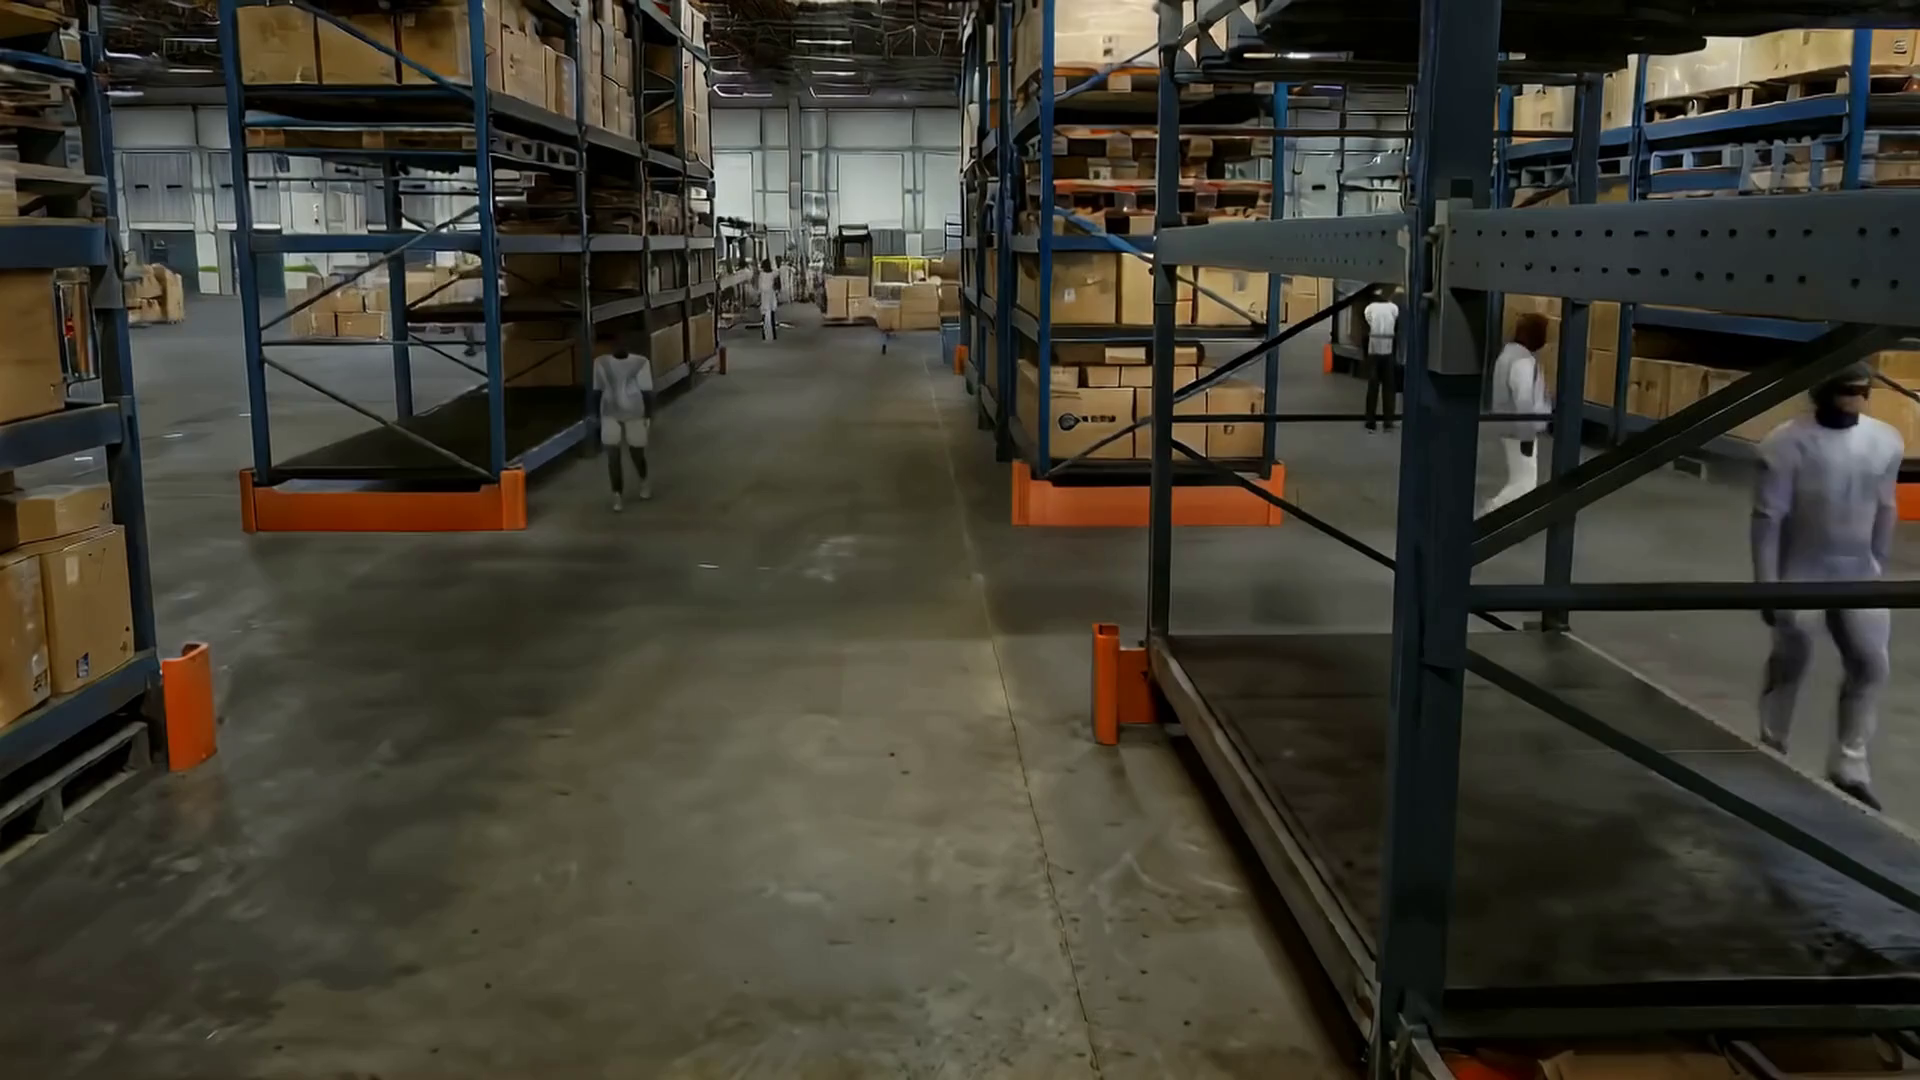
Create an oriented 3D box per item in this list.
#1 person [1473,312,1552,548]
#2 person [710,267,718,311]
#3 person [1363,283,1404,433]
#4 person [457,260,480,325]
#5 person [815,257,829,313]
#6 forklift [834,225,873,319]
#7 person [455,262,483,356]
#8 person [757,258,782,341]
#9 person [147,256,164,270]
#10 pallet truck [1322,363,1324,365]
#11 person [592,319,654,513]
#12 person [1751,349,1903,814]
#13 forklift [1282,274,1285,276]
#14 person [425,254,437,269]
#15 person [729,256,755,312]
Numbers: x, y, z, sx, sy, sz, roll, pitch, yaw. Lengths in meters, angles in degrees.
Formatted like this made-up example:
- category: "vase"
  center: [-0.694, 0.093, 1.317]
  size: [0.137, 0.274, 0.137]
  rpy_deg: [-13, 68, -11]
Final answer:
- category: "person"
  center: [4.257, -0.824, 12.669]
  size: [0.551, 1.829, 0.645]
  rpy_deg: [2, 10, 13]
- category: "person"
  center: [-8.392, -8.667, 56.361]
  size: [0.512, 1.827, 0.641]
  rpy_deg: [-7, 12, -34]
- category: "person"
  center: [5.216, -2.266, 20.424]
  size: [0.378, 1.917, 0.598]
  rpy_deg: [-9, 13, -40]
- category: "person"
  center: [-13.825, -6.941, 46.703]
  size: [0.824, 1.834, 0.528]
  rpy_deg: [-7, 12, -34]
- category: "person"
  center: [-4.133, -7.497, 49.660]
  size: [0.403, 1.896, 0.765]
  rpy_deg: [0, 10, 1]
- category: "forklift"
  center: [-3.124, -7.815, 48.658]
  size: [1.129, 2.768, 1.873]
  rpy_deg: [0, 10, -2]
- category: "person"
  center: [-10.126, -4.731, 34.116]
  size: [0.404, 1.927, 0.562]
  rpy_deg: [6, 12, 28]
- category: "person"
  center: [-4.525, -5.708, 39.463]
  size: [0.608, 1.966, 0.371]
  rpy_deg: [2, 10, 10]
- category: "person"
  center: [-25.617, -8.127, 53.155]
  size: [0.971, 1.904, 0.643]
  rpy_deg: [5, 11, 24]
- category: "pallet truck"
  center: [7.712, -4.157, 30.737]
  size: [1.885, 1.965, 0.823]
  rpy_deg: [3, 11, 16]
- category: "person"
  center: [-2.946, -1.103, 14.618]
  size: [0.540, 1.679, 0.625]
  rpy_deg: [0, 10, -1]
- category: "person"
  center: [3.575, 0.184, 6.800]
  size: [0.655, 1.909, 0.736]
  rpy_deg: [-1, 10, -4]
- category: "forklift"
  center: [12.135, -10.836, 65.485]
  size: [1.129, 2.768, 1.873]
  rpy_deg: [0, 10, -2]
- category: "person"
  center: [-17.178, -8.333, 54.170]
  size: [0.372, 1.940, 0.632]
  rpy_deg: [-8, 13, -39]
- category: "person"
  center: [-7.240, -8.487, 55.197]
  size: [0.971, 1.880, 0.592]
  rpy_deg: [2, 10, 8]
